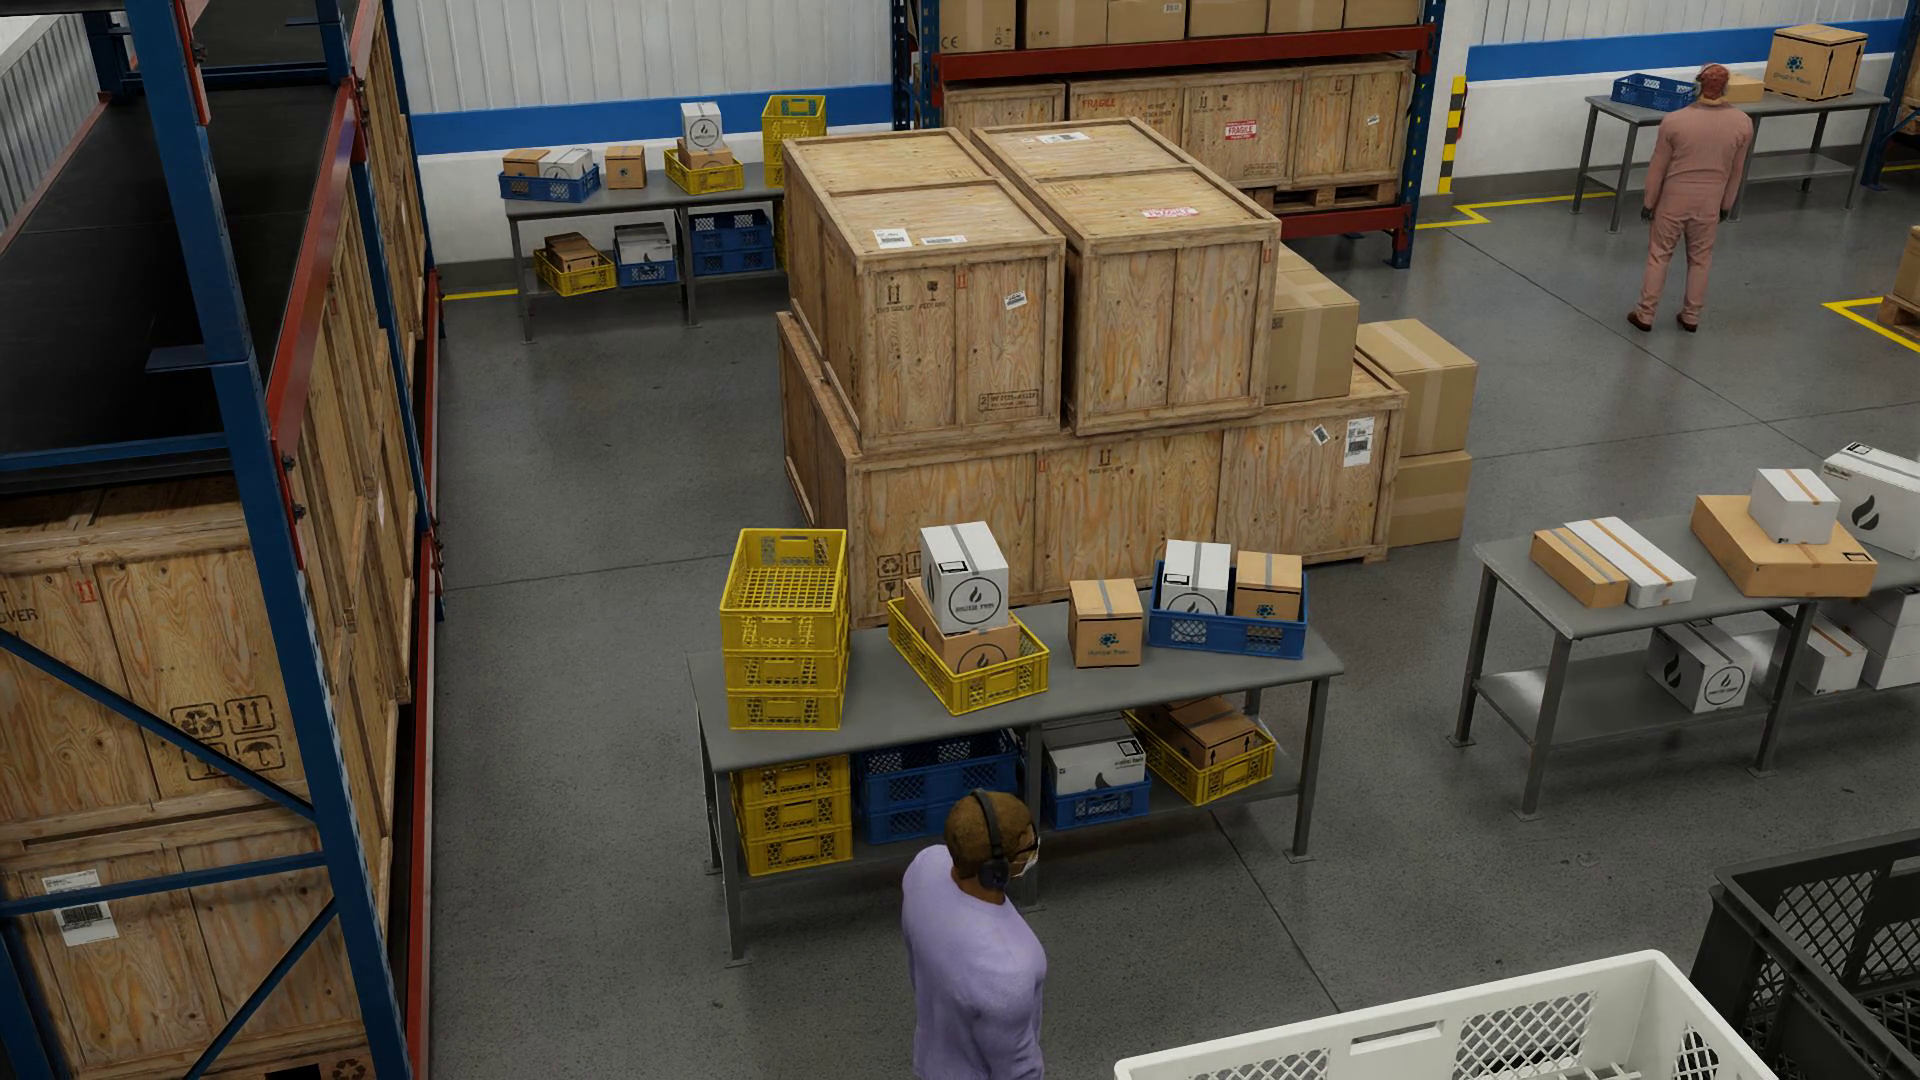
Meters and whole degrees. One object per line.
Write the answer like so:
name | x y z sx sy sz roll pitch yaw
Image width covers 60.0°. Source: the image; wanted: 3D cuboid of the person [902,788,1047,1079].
person | 0.058 1.496 4.656 0.372 1.940 0.627 -13 31 -22

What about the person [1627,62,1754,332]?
person | 5.171 -2.418 11.810 0.639 1.898 0.397 2 29 4
